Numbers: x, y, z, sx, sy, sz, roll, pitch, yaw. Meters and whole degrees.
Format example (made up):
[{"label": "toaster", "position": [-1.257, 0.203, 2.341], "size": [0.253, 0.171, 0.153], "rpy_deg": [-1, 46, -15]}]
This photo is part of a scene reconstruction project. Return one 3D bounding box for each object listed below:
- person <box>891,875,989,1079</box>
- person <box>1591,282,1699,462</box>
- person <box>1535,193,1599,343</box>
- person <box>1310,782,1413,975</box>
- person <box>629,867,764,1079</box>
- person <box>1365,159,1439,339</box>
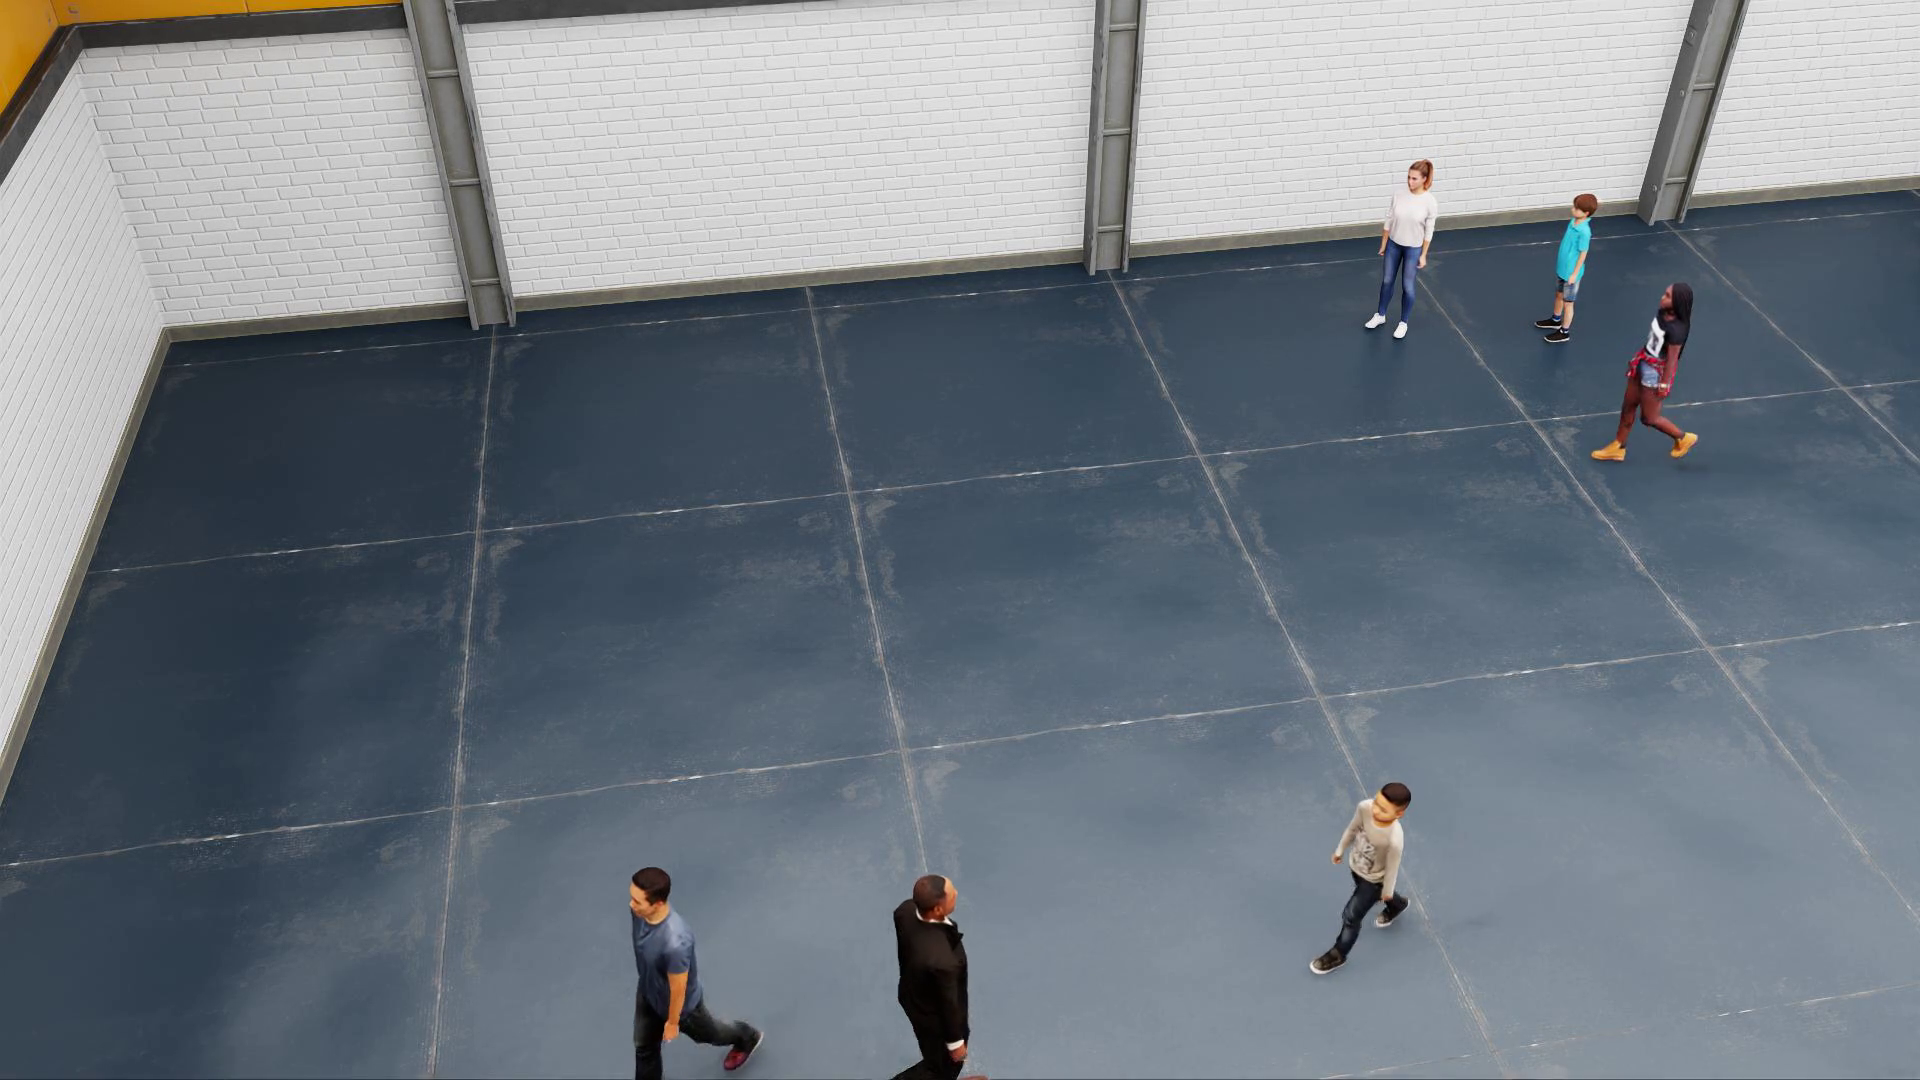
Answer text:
[{"label": "person", "position": [-0.209, 2.457, 8.658], "size": [1.107, 1.894, 0.835], "rpy_deg": [-15, 41, -18]}, {"label": "person", "position": [5.722, -1.320, 13.537], "size": [1.049, 1.707, 0.719], "rpy_deg": [1, 39, 1]}, {"label": "person", "position": [5.605, -2.513, 15.238], "size": [0.495, 1.448, 0.539], "rpy_deg": [-2, 39, -3]}, {"label": "person", "position": [2.451, 1.904, 9.712], "size": [1.025, 1.443, 0.678], "rpy_deg": [-13, 40, -16]}, {"label": "person", "position": [-1.456, 2.370, 8.862], "size": [1.235, 1.775, 1.047], "rpy_deg": [-30, 47, -32]}, {"label": "person", "position": [4.073, -2.667, 15.214], "size": [0.682, 1.719, 0.731], "rpy_deg": [26, 45, 29]}]
